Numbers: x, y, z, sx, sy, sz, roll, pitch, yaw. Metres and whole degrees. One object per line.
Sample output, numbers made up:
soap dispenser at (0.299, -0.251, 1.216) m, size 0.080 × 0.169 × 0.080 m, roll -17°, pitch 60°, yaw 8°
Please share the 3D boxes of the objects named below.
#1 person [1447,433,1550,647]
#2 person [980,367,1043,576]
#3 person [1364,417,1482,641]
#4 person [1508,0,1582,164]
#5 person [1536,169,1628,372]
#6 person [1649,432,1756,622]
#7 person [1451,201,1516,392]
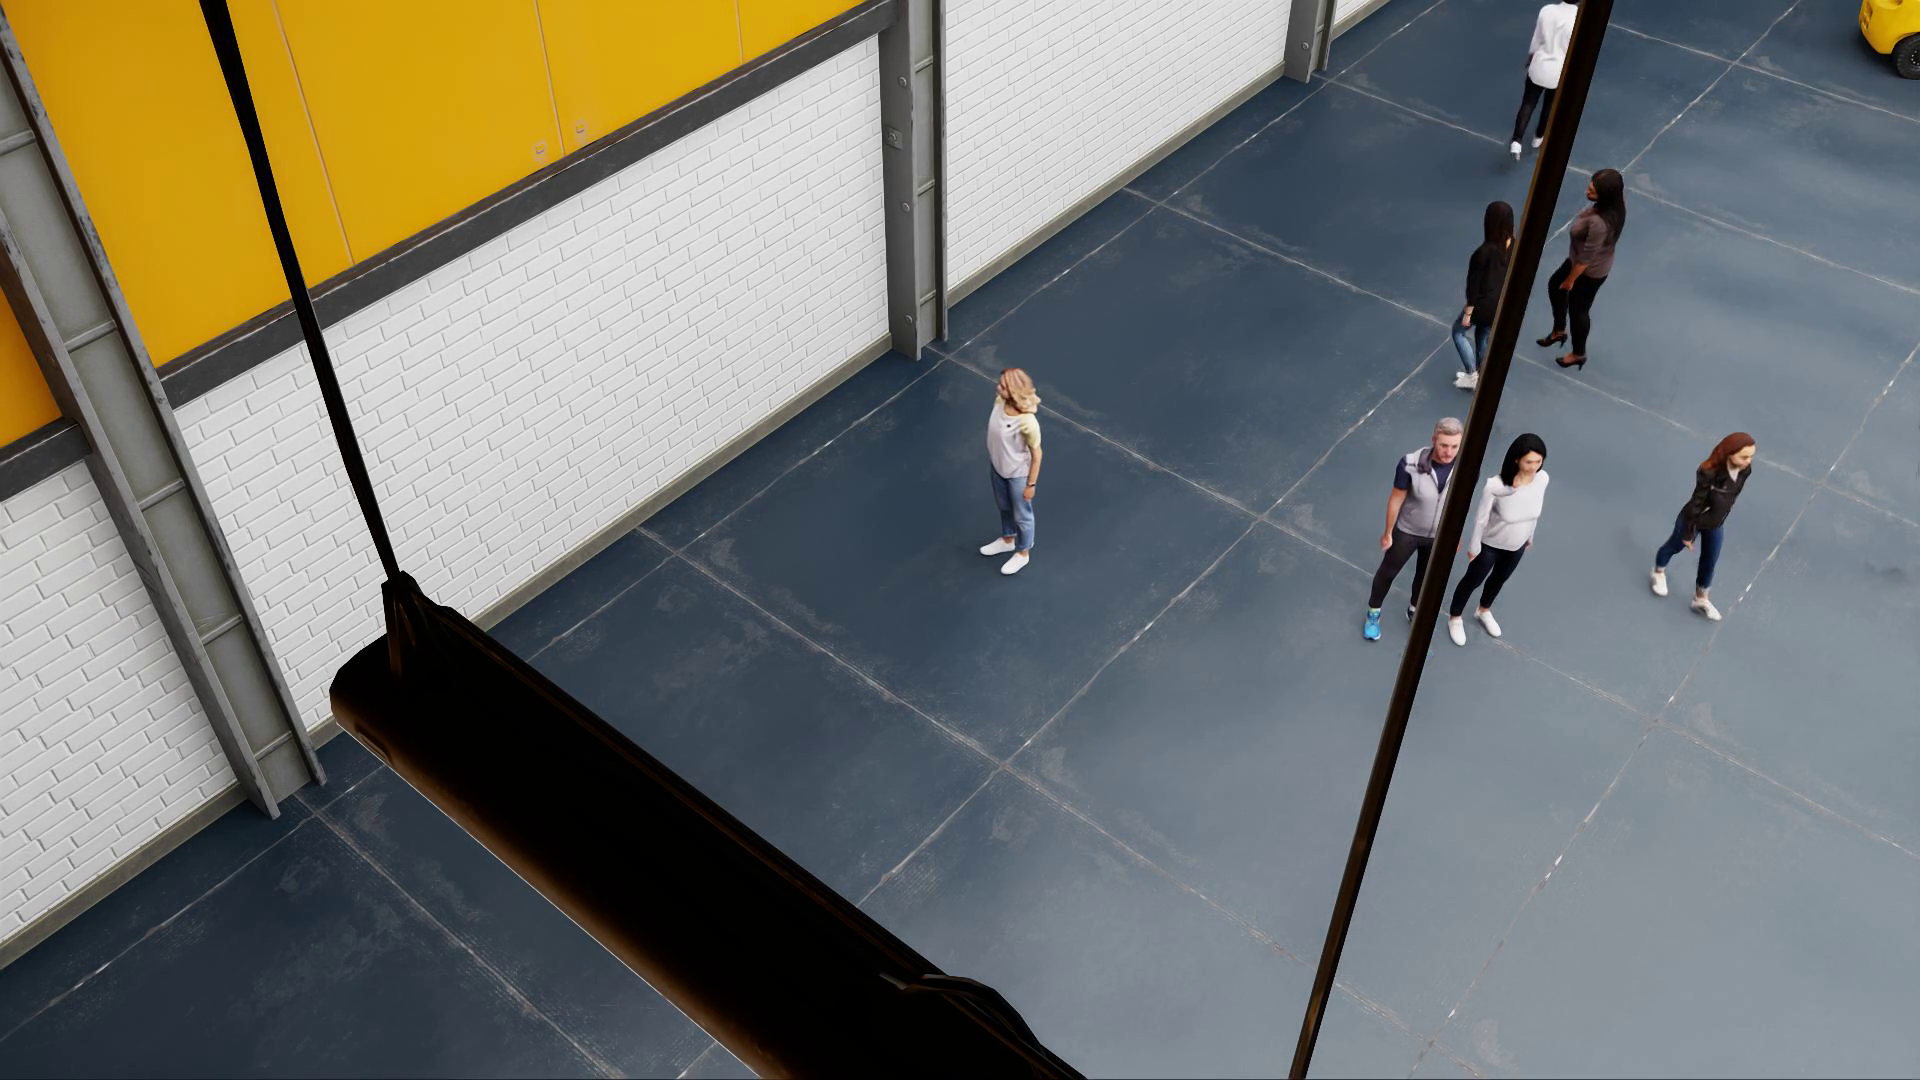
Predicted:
person at (3.503, -0.017, 10.760) m, size 0.661 × 1.700 × 0.766 m, roll -12°, pitch 45°, yaw -13°
person at (0.370, -0.484, 11.234) m, size 0.634 × 1.723 × 0.680 m, roll -24°, pitch 49°, yaw -23°
person at (2.984, -0.079, 10.733) m, size 0.762 × 1.828 × 0.795 m, roll 0°, pitch 44°, yaw 0°
person at (5.357, -4.294, 15.187) m, size 0.769 × 1.788 × 1.123 m, roll 21°, pitch 47°, yaw 21°
person at (4.920, -2.028, 12.791) m, size 0.789 × 1.811 × 0.684 m, roll 26°, pitch 49°, yaw 24°
person at (4.917, -0.192, 11.120) m, size 0.862 × 1.458 × 0.889 m, roll -9°, pitch 44°, yaw -9°
person at (4.053, -1.778, 12.662) m, size 0.654 × 1.628 × 0.757 m, roll -24°, pitch 48°, yaw -23°
